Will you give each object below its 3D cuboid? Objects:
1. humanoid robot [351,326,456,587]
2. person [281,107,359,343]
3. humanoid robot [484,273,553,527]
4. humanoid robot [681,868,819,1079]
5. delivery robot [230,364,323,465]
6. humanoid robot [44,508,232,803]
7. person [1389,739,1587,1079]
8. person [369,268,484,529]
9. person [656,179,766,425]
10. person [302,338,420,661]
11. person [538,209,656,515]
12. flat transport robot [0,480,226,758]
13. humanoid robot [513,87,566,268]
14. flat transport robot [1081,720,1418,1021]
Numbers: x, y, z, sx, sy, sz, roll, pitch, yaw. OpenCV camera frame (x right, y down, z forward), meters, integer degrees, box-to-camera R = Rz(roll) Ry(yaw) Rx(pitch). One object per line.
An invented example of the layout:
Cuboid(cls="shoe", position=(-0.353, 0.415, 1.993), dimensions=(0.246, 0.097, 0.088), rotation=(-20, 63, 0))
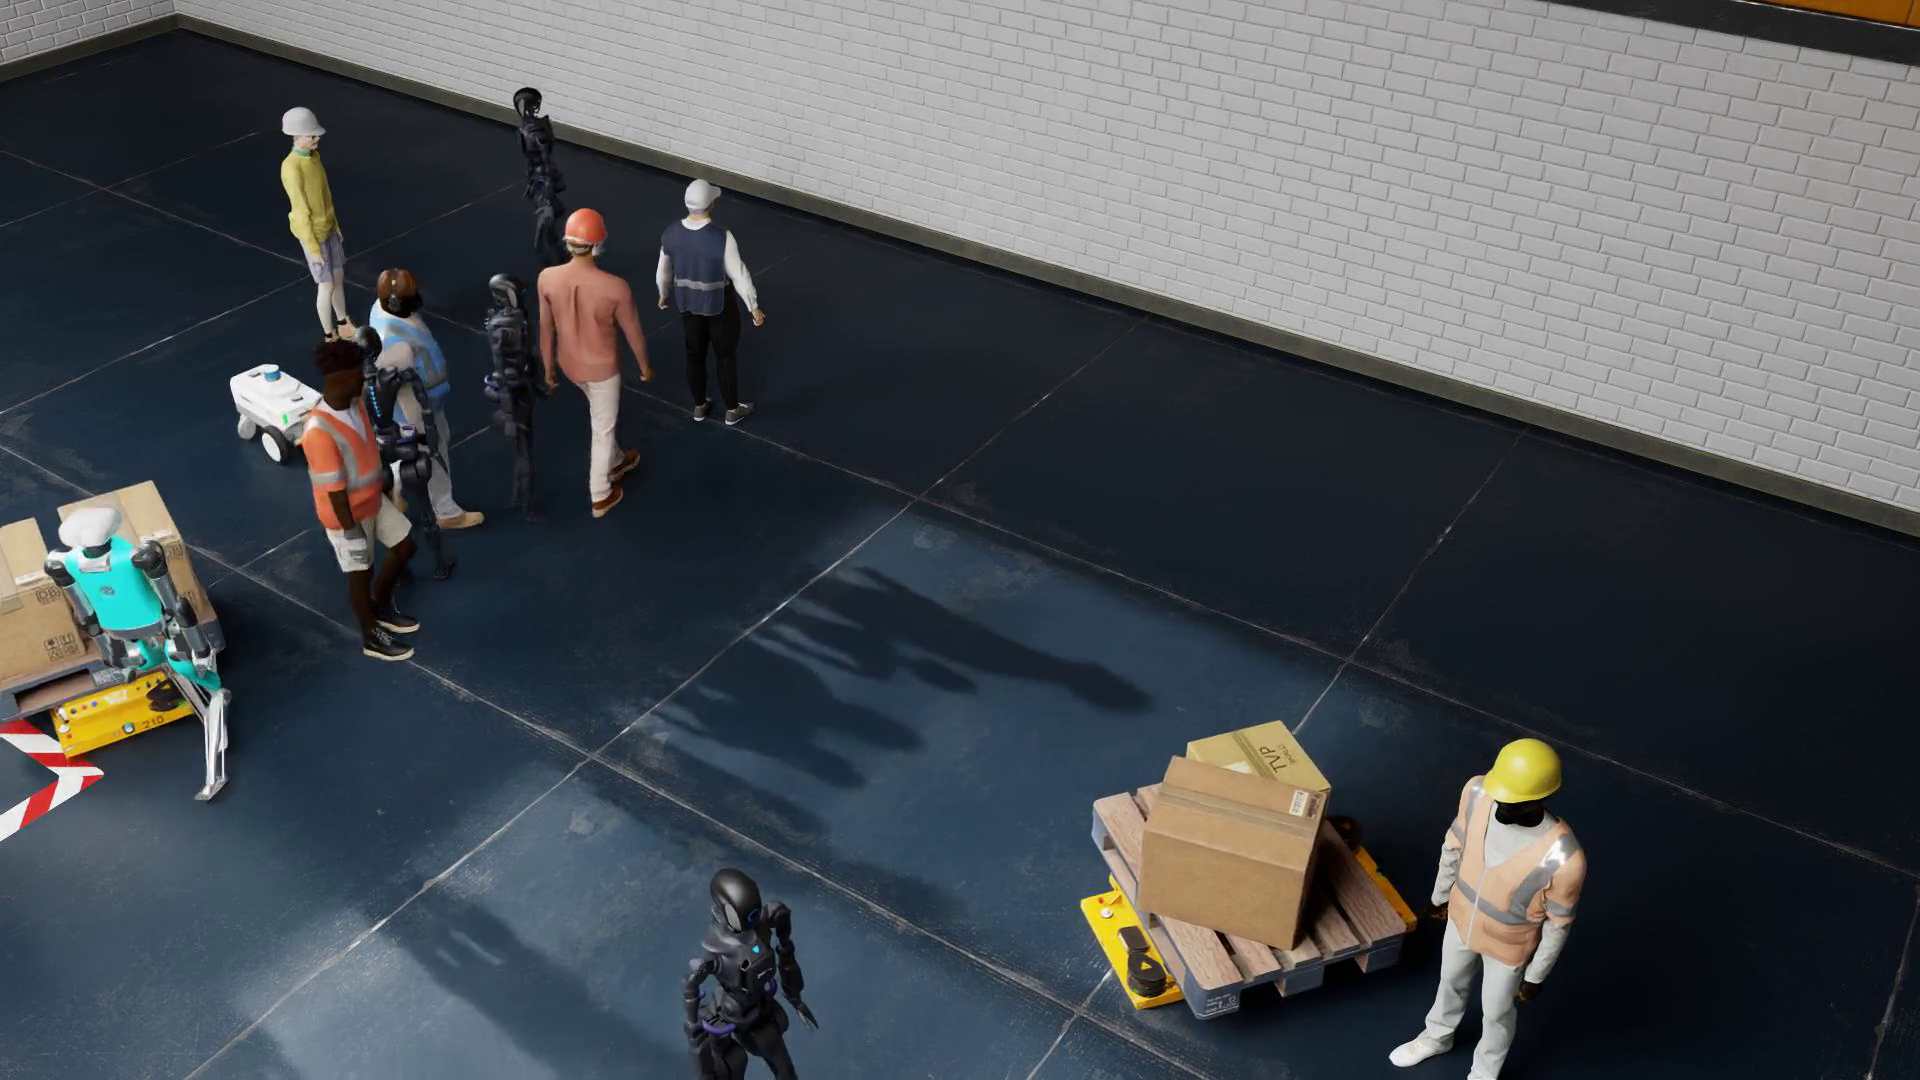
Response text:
Cuboid(cls="humanoid robot", position=(-3.327, -0.488, 9.720), dimensions=(0.599, 1.657, 0.315), rotation=(-7, 36, -10))
Cuboid(cls="person", position=(-4.630, -2.215, 12.031), dimensions=(0.413, 1.881, 0.483), rotation=(1, 35, 2))
Cuboid(cls="humanoid robot", position=(-2.773, -0.886, 10.311), dimensions=(0.373, 1.647, 0.597), rotation=(3, 35, 4))
Cuboid(cls="humanoid robot", position=(-0.858, 1.854, 6.386), dimensions=(0.425, 1.642, 0.602), rotation=(26, 43, 32))
Cuboid(cls="delivery robot", position=(-4.592, -0.884, 11.294), dimensions=(0.785, 0.614, 0.506), rotation=(26, 43, 32))
Cuboid(cls="humanoid robot", position=(-3.991, 0.459, 8.315), dimensions=(0.560, 1.742, 0.886), rotation=(-3, 35, -4))
Cuboid(cls="person", position=(2.109, 1.538, 6.621), dimensions=(0.363, 1.926, 0.593), rotation=(-21, 40, -27))
Cuboid(cls="person", position=(-3.356, -0.815, 10.087), dimensions=(0.574, 1.821, 0.652), rotation=(-11, 36, -15))
Cuboid(cls="person", position=(-1.704, -1.597, 11.245), dimensions=(0.775, 1.757, 0.435), rotation=(10, 36, 14))
Cuboid(cls="person", position=(-3.284, -0.182, 9.064), dimensions=(0.424, 1.946, 0.682), rotation=(4, 35, 6))
Cuboid(cls="person", position=(-2.241, -1.141, 10.428), dimensions=(0.629, 1.960, 0.765), rotation=(14, 37, 19))
Cuboid(cls="flat transport robot", position=(-4.833, 0.649, 9.336), dimensions=(0.659, 0.231, 1.431), rotation=(-21, 40, -27))
Cuboid(cls="humanoid robot", position=(-3.241, -2.711, 12.906), dimensions=(0.370, 1.647, 0.608), rotation=(-17, 39, -23))
Cuboid(cls="flat transport robot", position=(1.352, 1.727, 7.796), dimensions=(1.431, 0.231, 0.659), rotation=(-11, 37, -16))
